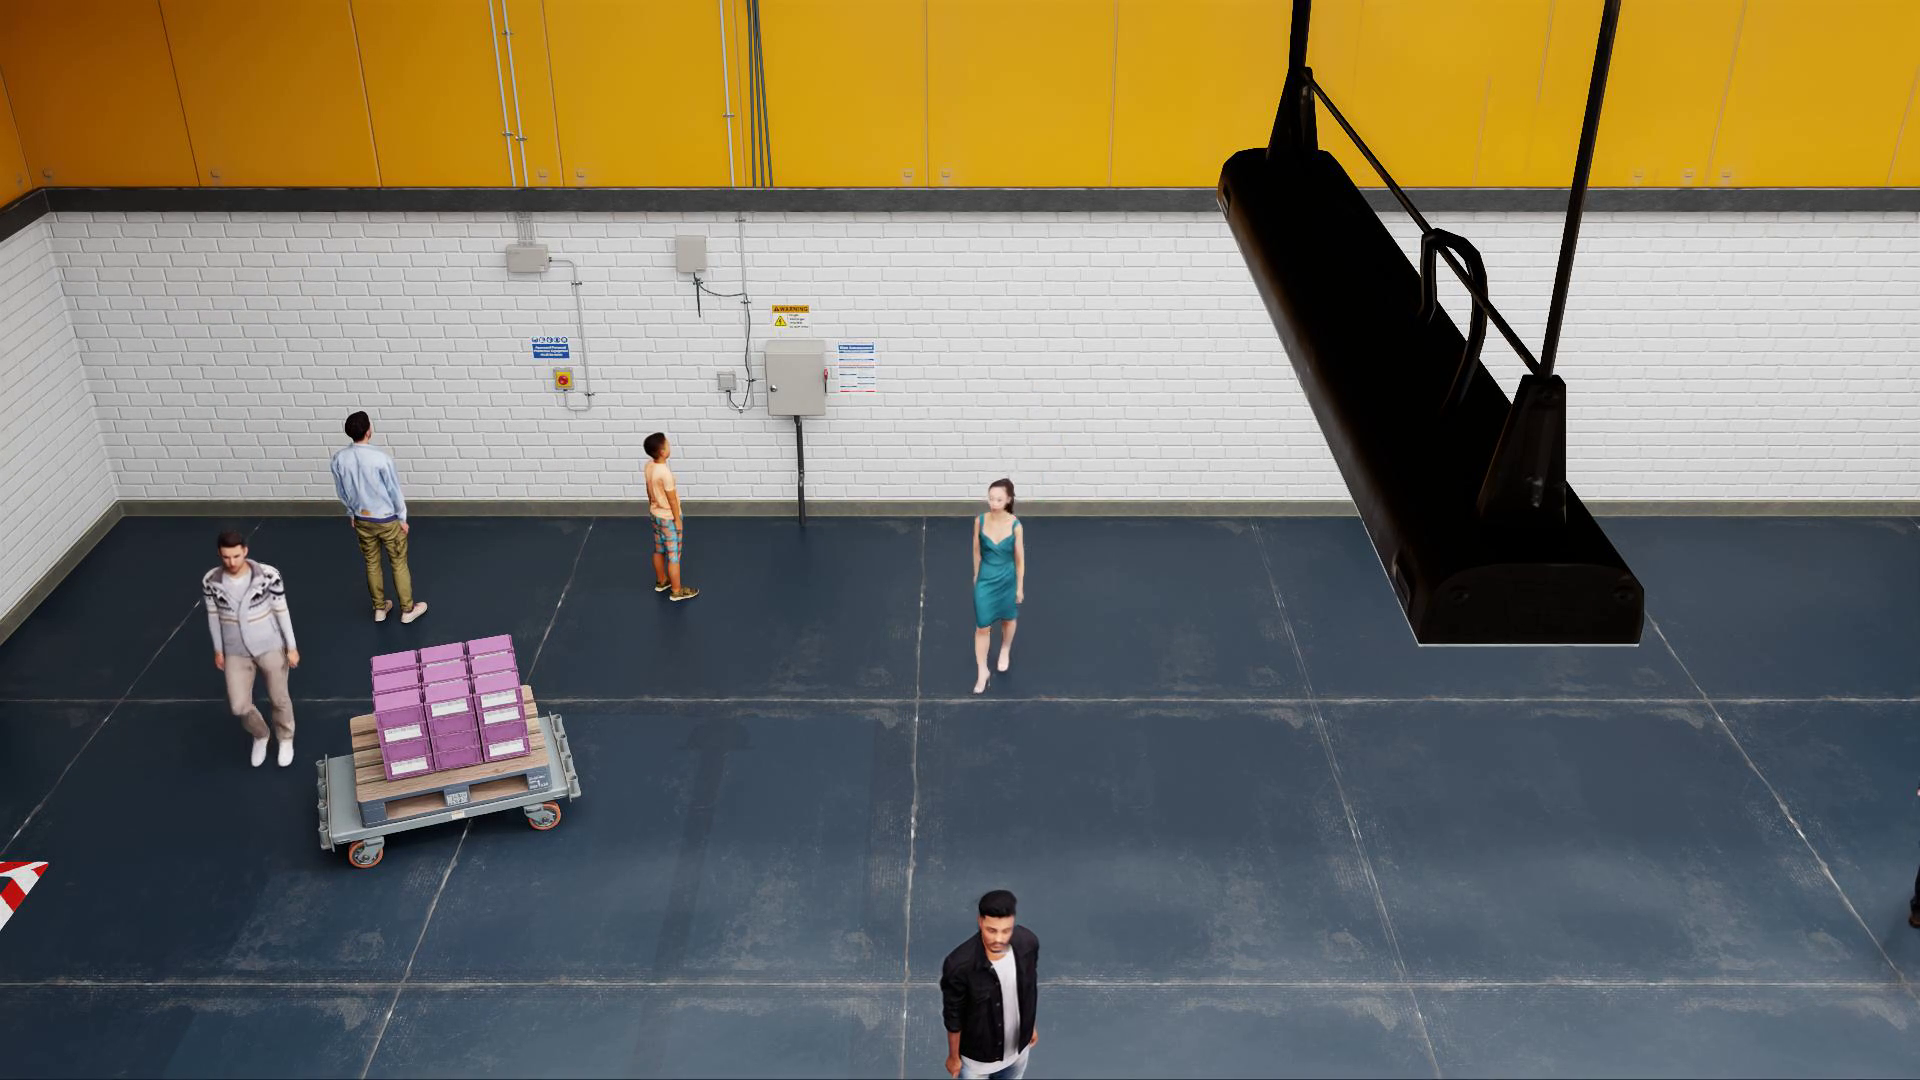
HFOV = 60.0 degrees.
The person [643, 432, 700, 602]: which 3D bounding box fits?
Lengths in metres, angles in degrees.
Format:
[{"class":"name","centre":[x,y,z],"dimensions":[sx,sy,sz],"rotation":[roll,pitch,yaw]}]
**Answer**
[{"class":"person","centre":[-2.411,-0.203,13.585],"dimensions":[0.663,1.462,0.598],"rotation":[-24,37,-37]}]

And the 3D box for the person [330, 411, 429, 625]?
[{"class":"person","centre":[-4.611,-0.173,13.164],"dimensions":[0.708,1.812,0.612],"rotation":[4,29,8]}]

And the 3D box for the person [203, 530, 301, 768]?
[{"class":"person","centre":[-4.882,0.698,11.532],"dimensions":[0.776,1.846,0.707],"rotation":[-6,29,-11]}]

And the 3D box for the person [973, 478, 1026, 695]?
[{"class":"person","centre":[0.312,0.287,12.479],"dimensions":[0.702,1.660,0.901],"rotation":[6,29,11]}]

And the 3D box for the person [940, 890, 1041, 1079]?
[{"class":"person","centre":[0.156,2.454,8.350],"dimensions":[0.787,1.809,0.778],"rotation":[-15,32,-25]}]
